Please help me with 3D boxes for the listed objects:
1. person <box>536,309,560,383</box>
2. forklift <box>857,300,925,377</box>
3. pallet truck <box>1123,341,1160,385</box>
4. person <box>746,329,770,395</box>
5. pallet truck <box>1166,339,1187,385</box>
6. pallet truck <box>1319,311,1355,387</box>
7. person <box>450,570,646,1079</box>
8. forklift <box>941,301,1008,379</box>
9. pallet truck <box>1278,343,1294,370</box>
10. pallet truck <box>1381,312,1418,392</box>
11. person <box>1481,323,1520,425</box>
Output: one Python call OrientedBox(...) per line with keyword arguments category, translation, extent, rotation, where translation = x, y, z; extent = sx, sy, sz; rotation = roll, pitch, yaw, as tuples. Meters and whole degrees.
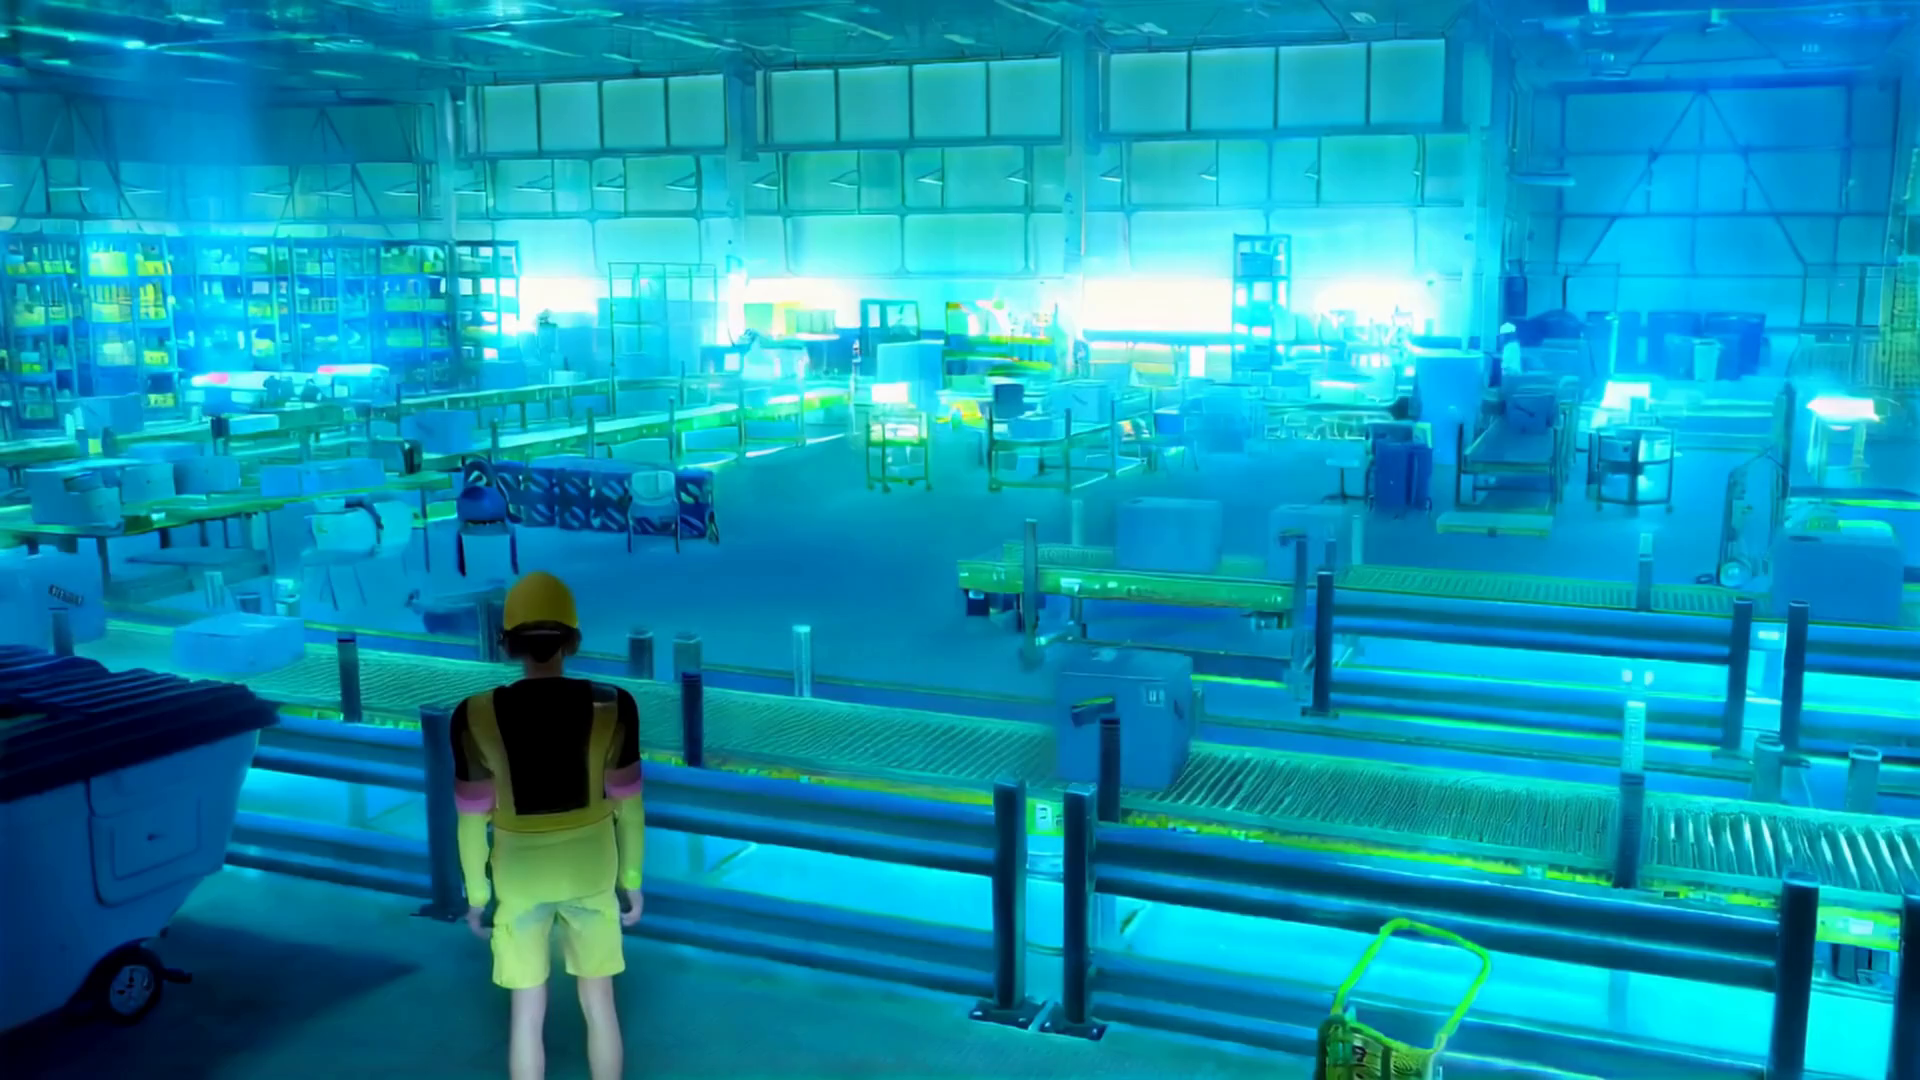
OrientedBox(category="person", translation=(-10.359, -4.818, 41.799), extent=(0.634, 1.940, 0.880), rotation=(-5, 11, -27))
OrientedBox(category="forklift", translation=(-1.732, -5.109, 42.468), extent=(1.157, 1.987, 2.680), rotation=(4, 10, 22))
OrientedBox(category="pallet truck", translation=(4.445, -4.380, 41.279), extent=(0.680, 1.201, 1.601), rotation=(4, 10, 22))
OrientedBox(category="person", translation=(-4.199, -3.516, 34.526), extent=(0.851, 1.733, 0.535), rotation=(-1, 9, -8))
OrientedBox(category="pallet truck", translation=(5.418, -4.269, 40.420), extent=(0.704, 1.261, 1.522), rotation=(3, 10, 20))
OrientedBox(category="pallet truck", translation=(9.071, -4.419, 39.190), extent=(0.823, 1.965, 1.885), rotation=(5, 10, 26))
OrientedBox(category="person", translation=(-1.351, 1.112, 5.529), extent=(0.608, 2.046, 0.367), rotation=(-3, 10, -16))
OrientedBox(category="forklift", translation=(0.365, -4.966, 41.571), extent=(1.157, 1.987, 2.680), rotation=(3, 10, 20))
OrientedBox(category="pallet truck", translation=(7.886, -4.163, 39.743), extent=(0.653, 1.274, 1.630), rotation=(4, 10, 22))
OrientedBox(category="pallet truck", translation=(10.207, -4.283, 38.369), extent=(0.823, 1.965, 1.885), rotation=(3, 10, 20))
OrientedBox(category="person", translation=(9.643, -2.848, 29.650), extent=(0.983, 2.000, 0.640), rotation=(6, 11, 32))
